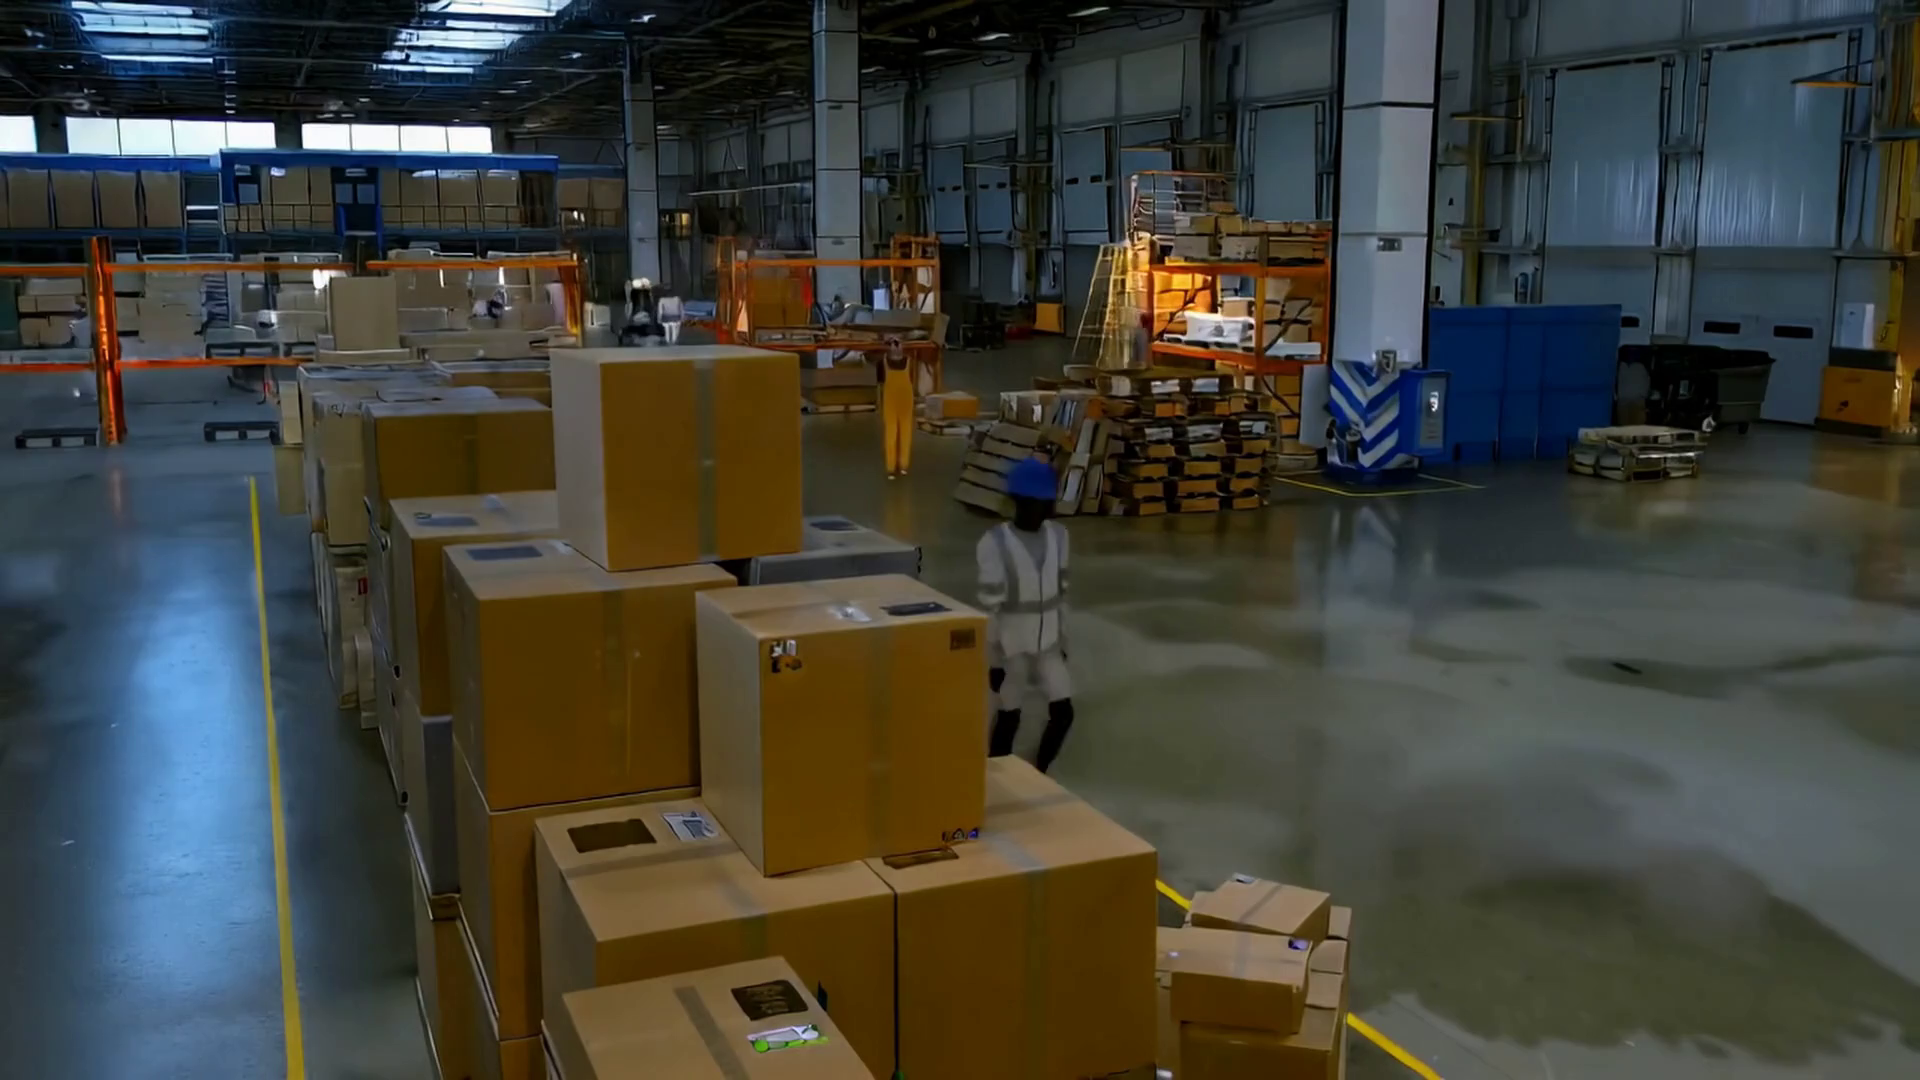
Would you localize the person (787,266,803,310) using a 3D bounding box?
[{"bbox_3d":[-6.971,-10.697,70.224,0.627,1.952,1.007,-4,11,-22],"label":"person"}]

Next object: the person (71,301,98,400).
[{"bbox_3d":[-16.329,-3.524,30.986,0.842,1.841,0.532,8,13,36],"label":"person"}]

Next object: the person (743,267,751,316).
[{"bbox_3d":[-8.226,-9.564,64.097,0.473,1.917,0.594,-2,10,-9],"label":"person"}]

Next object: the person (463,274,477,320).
[{"bbox_3d":[-14.915,-7.133,50.626,0.367,1.926,0.594,1,10,5],"label":"person"}]

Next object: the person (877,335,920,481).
[{"bbox_3d":[-0.768,-1.635,20.680,0.535,1.795,0.970,0,10,-1],"label":"person"}]

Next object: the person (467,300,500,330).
[{"bbox_3d":[-8.401,-3.283,29.442,0.597,1.914,0.373,-6,12,-31],"label":"person"}]

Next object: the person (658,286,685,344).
[{"bbox_3d":[-7.226,-5.441,41.636,0.632,1.814,0.863,-4,11,-22],"label":"person"}]

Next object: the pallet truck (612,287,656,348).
[{"bbox_3d":[-6.464,-4.406,35.401,0.823,1.965,1.885,6,12,32],"label":"pallet truck"}]

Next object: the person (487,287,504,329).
[{"bbox_3d":[-10.135,-4.550,36.371,0.379,1.937,0.629,1,10,4],"label":"person"}]

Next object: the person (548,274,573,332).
[{"bbox_3d":[-12.581,-7.405,52.265,0.651,1.881,1.019,-10,14,-43],"label":"person"}]

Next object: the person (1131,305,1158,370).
[{"bbox_3d":[3.070,-2.914,27.402,0.599,1.912,0.570,8,13,37],"label":"person"}]

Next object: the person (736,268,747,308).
[{"bbox_3d":[-9.310,-10.823,71.216,0.619,1.839,0.430,-5,11,-26],"label":"person"}]

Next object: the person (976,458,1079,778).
[{"bbox_3d":[0.356,0.536,8.389,0.577,1.913,0.563,-7,12,-33],"label":"person"}]

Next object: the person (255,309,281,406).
[{"bbox_3d":[-12.447,-3.284,29.921,0.486,1.744,0.294,1,10,5],"label":"person"}]

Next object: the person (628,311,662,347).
[{"bbox_3d":[-4.701,-2.444,24.775,0.585,1.930,0.358,3,11,18],"label":"person"}]
